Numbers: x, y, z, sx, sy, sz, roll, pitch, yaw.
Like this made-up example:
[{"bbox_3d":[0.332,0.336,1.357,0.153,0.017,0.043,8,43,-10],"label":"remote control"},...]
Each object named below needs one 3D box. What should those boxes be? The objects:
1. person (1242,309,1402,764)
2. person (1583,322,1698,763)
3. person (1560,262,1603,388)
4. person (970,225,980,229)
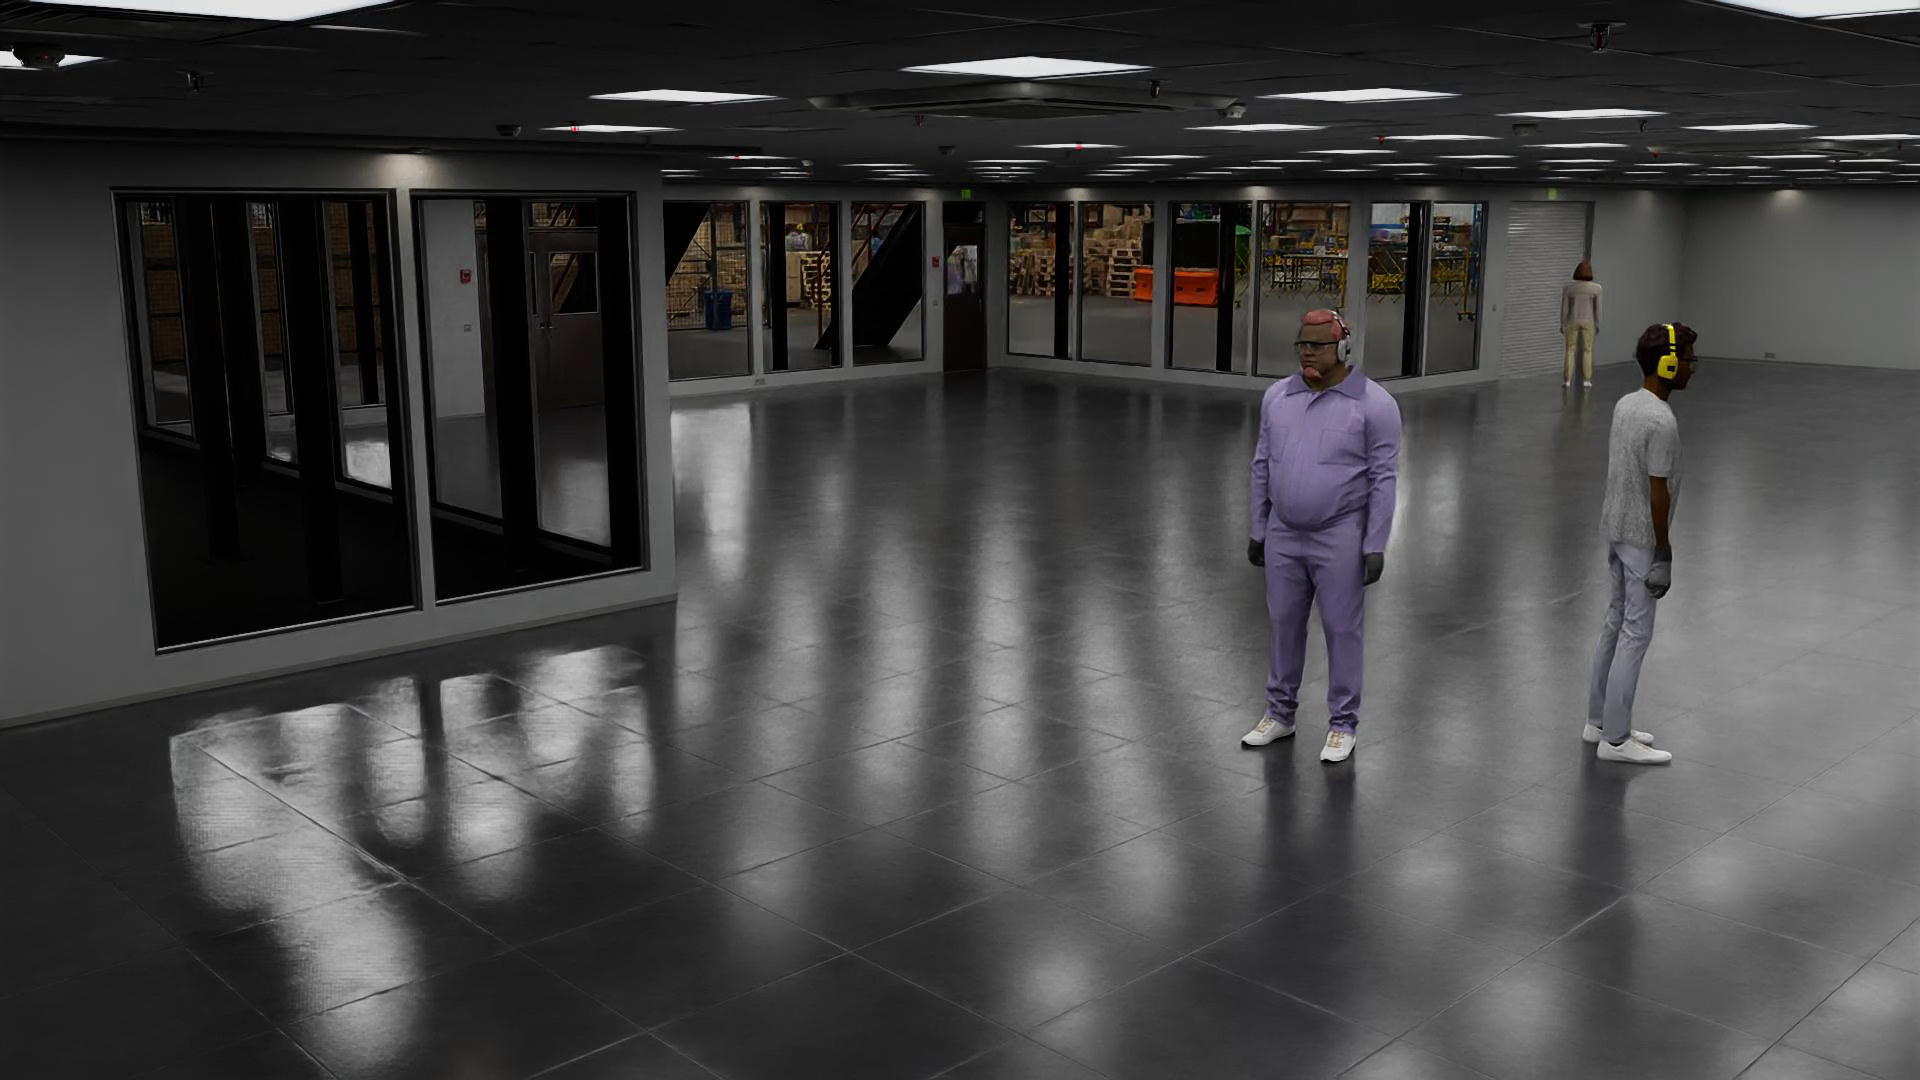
[{"bbox_3d":[1.504,-0.018,7.055,0.651,1.907,0.409,9,14,37],"label":"person"},{"bbox_3d":[2.881,0.016,7.025,0.328,1.861,0.502,0,11,0],"label":"person"},{"bbox_3d":[8.088,-2.802,21.686,0.507,1.632,0.274,4,12,18],"label":"person"},{"bbox_3d":[0.323,-6.072,37.269,0.645,1.950,0.609,0,11,1],"label":"person"}]
